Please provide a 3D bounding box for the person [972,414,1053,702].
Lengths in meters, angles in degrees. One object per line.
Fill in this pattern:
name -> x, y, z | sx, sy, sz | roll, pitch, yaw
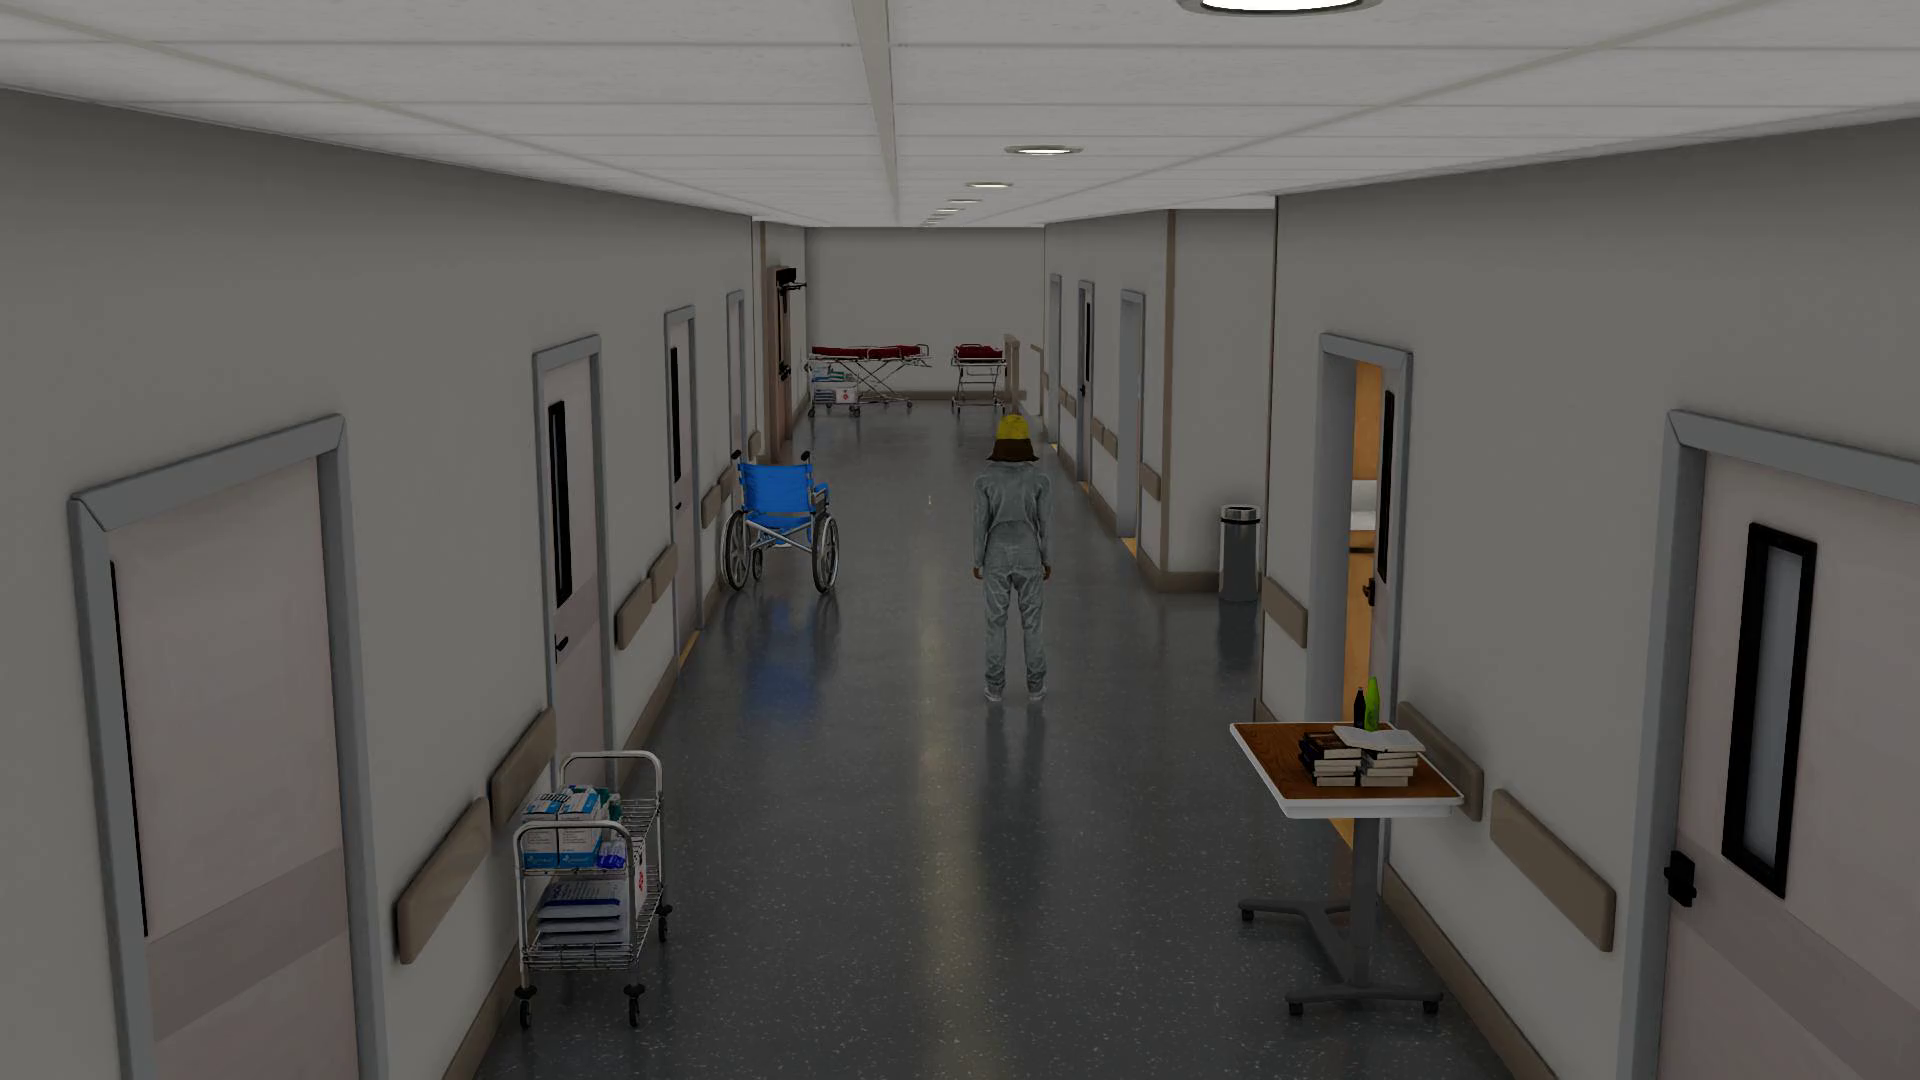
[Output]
person -> 0.317, 0.111, 10.074 | 0.491, 1.741, 0.323 | 0, 10, -1
